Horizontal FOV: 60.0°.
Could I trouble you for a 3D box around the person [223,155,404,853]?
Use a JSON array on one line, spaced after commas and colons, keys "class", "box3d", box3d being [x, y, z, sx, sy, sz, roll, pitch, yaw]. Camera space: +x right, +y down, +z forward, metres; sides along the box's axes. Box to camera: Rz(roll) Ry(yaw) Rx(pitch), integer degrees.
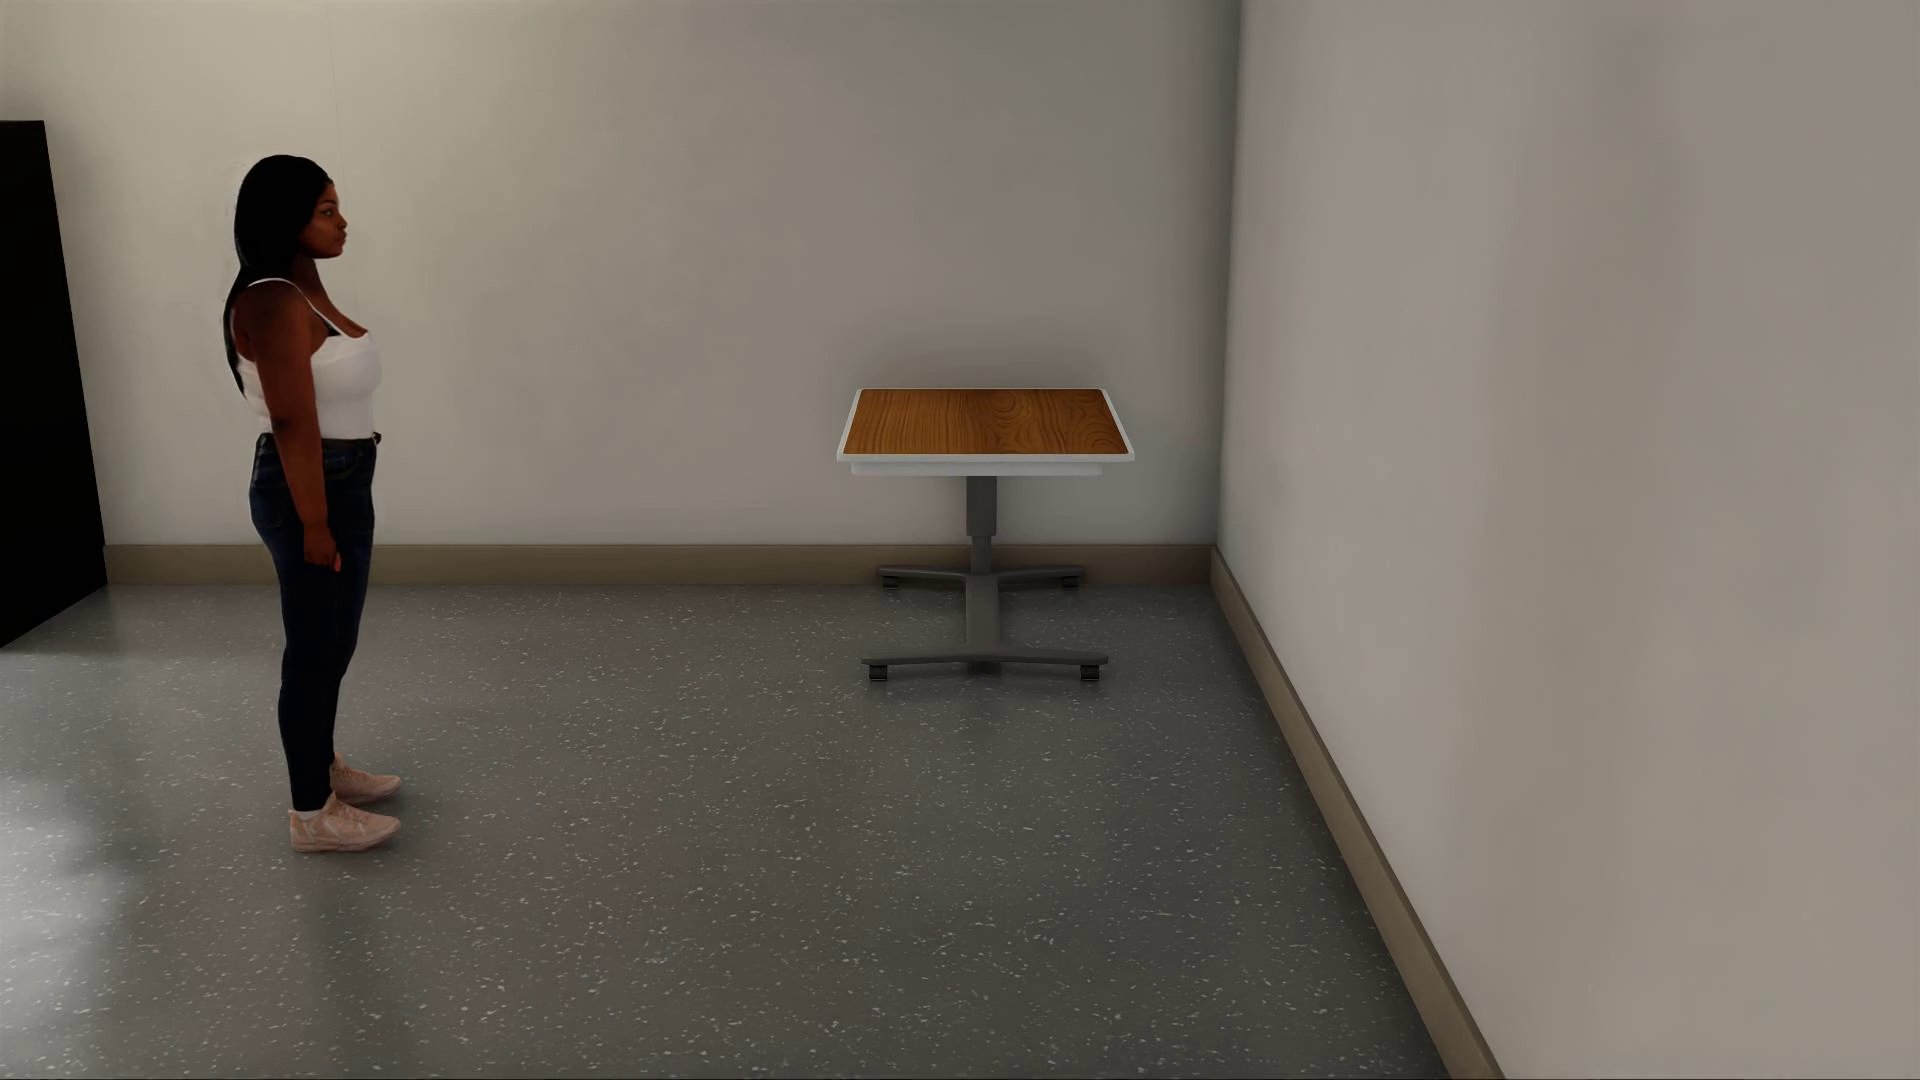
[{"class": "person", "box3d": [-1.715, -0.088, 4.374, 0.695, 1.807, 0.713, -5, 16, -16]}]
